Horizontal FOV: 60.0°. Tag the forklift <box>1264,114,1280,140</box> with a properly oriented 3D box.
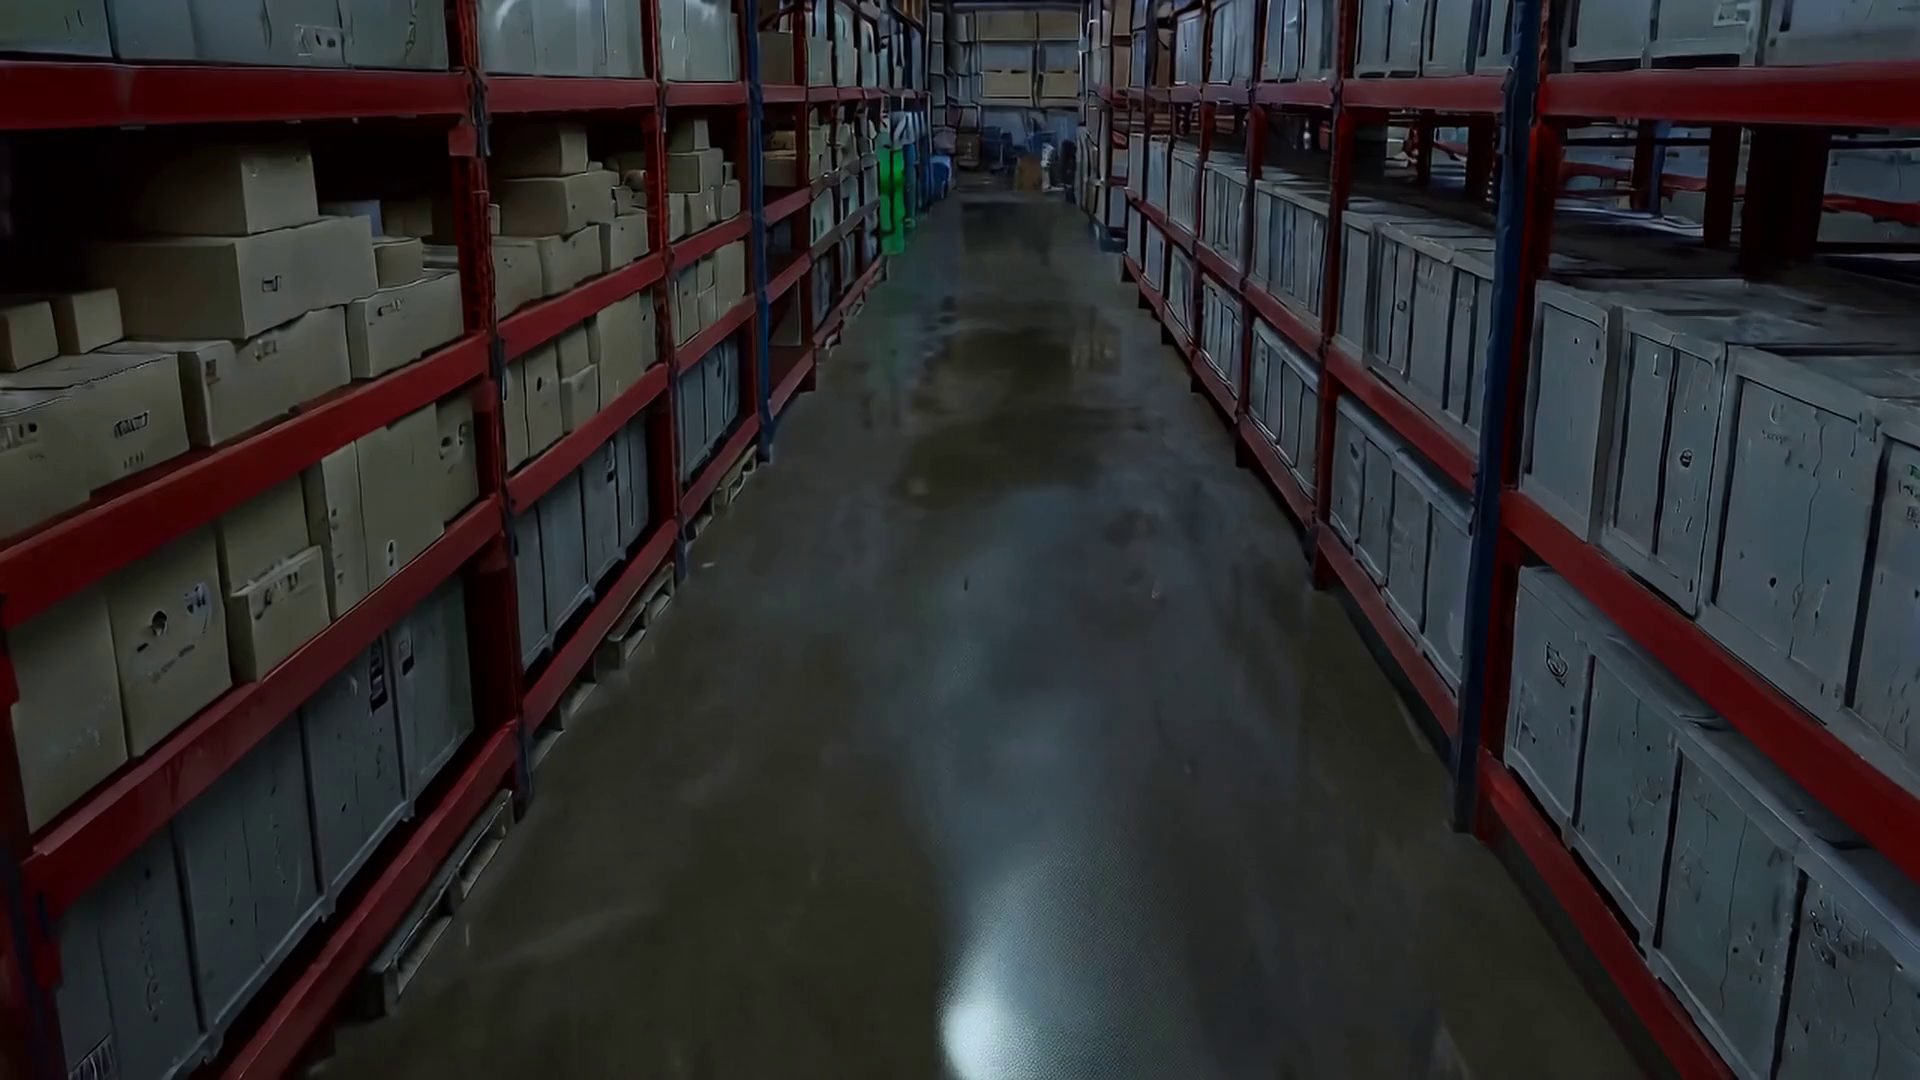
[{"bbox_3d":[11.023,-13.962,59.741,1.129,2.768,1.873,0,15,2],"label":"forklift"}]

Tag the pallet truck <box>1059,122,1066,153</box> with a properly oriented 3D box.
[{"bbox_3d":[5.788,-21.111,88.014,1.885,1.965,0.823,5,16,18],"label":"pallet truck"}]

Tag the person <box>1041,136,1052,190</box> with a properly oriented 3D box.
[{"bbox_3d":[3.155,-13.829,61.033,0.357,1.937,0.552,-7,17,-24],"label":"person"}]

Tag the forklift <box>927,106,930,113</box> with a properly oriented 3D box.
[{"bbox_3d":[-2.001,-20.667,84.687,1.129,2.768,1.873,0,15,2],"label":"forklift"}]

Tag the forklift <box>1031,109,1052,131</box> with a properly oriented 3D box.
[{"bbox_3d":[3.436,-16.837,70.436,1.129,2.768,1.873,0,15,2],"label":"forklift"}]
